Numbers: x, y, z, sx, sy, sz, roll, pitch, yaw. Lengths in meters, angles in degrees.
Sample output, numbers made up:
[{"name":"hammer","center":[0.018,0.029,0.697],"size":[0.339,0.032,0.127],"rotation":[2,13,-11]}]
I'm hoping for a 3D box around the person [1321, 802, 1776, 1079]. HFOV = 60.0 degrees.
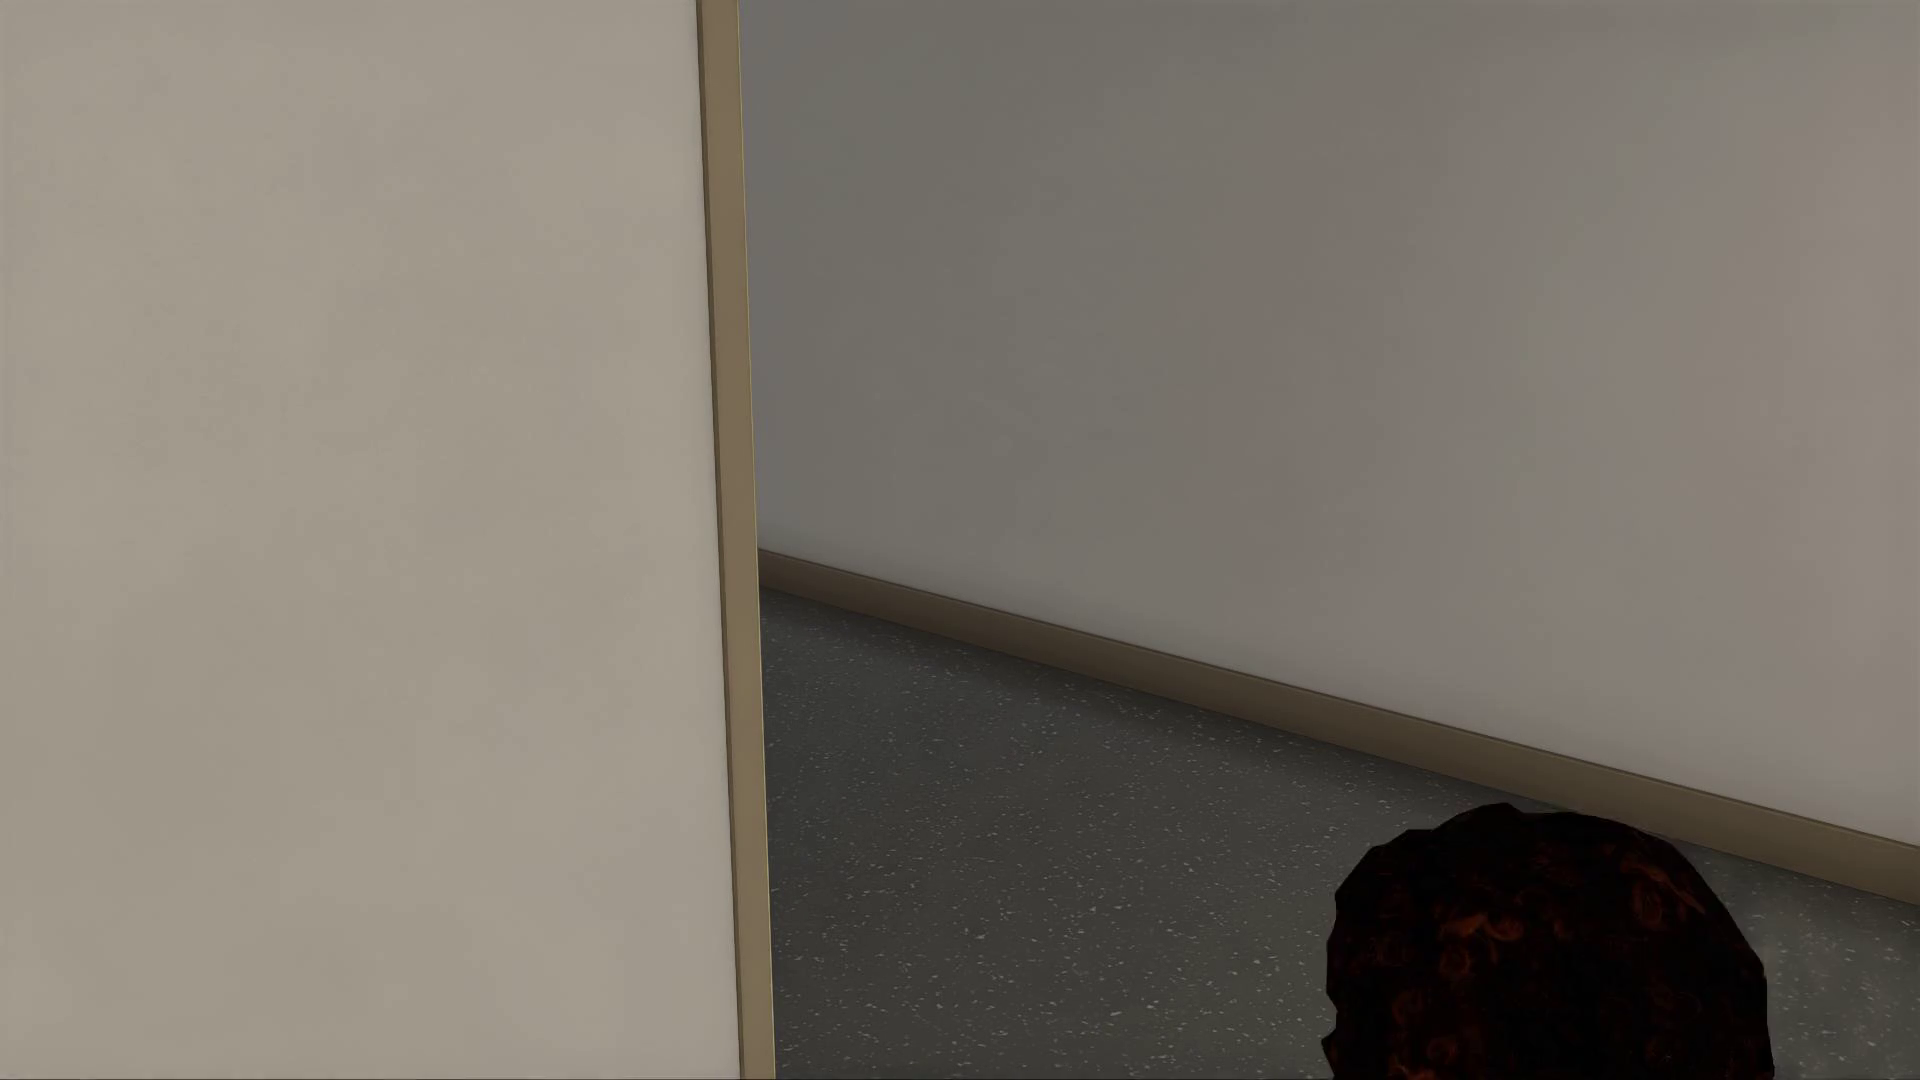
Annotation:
[{"name":"person","center":[0.463,1.064,1.147],"size":[1.205,1.654,1.126],"rotation":[-4,16,-14]}]
